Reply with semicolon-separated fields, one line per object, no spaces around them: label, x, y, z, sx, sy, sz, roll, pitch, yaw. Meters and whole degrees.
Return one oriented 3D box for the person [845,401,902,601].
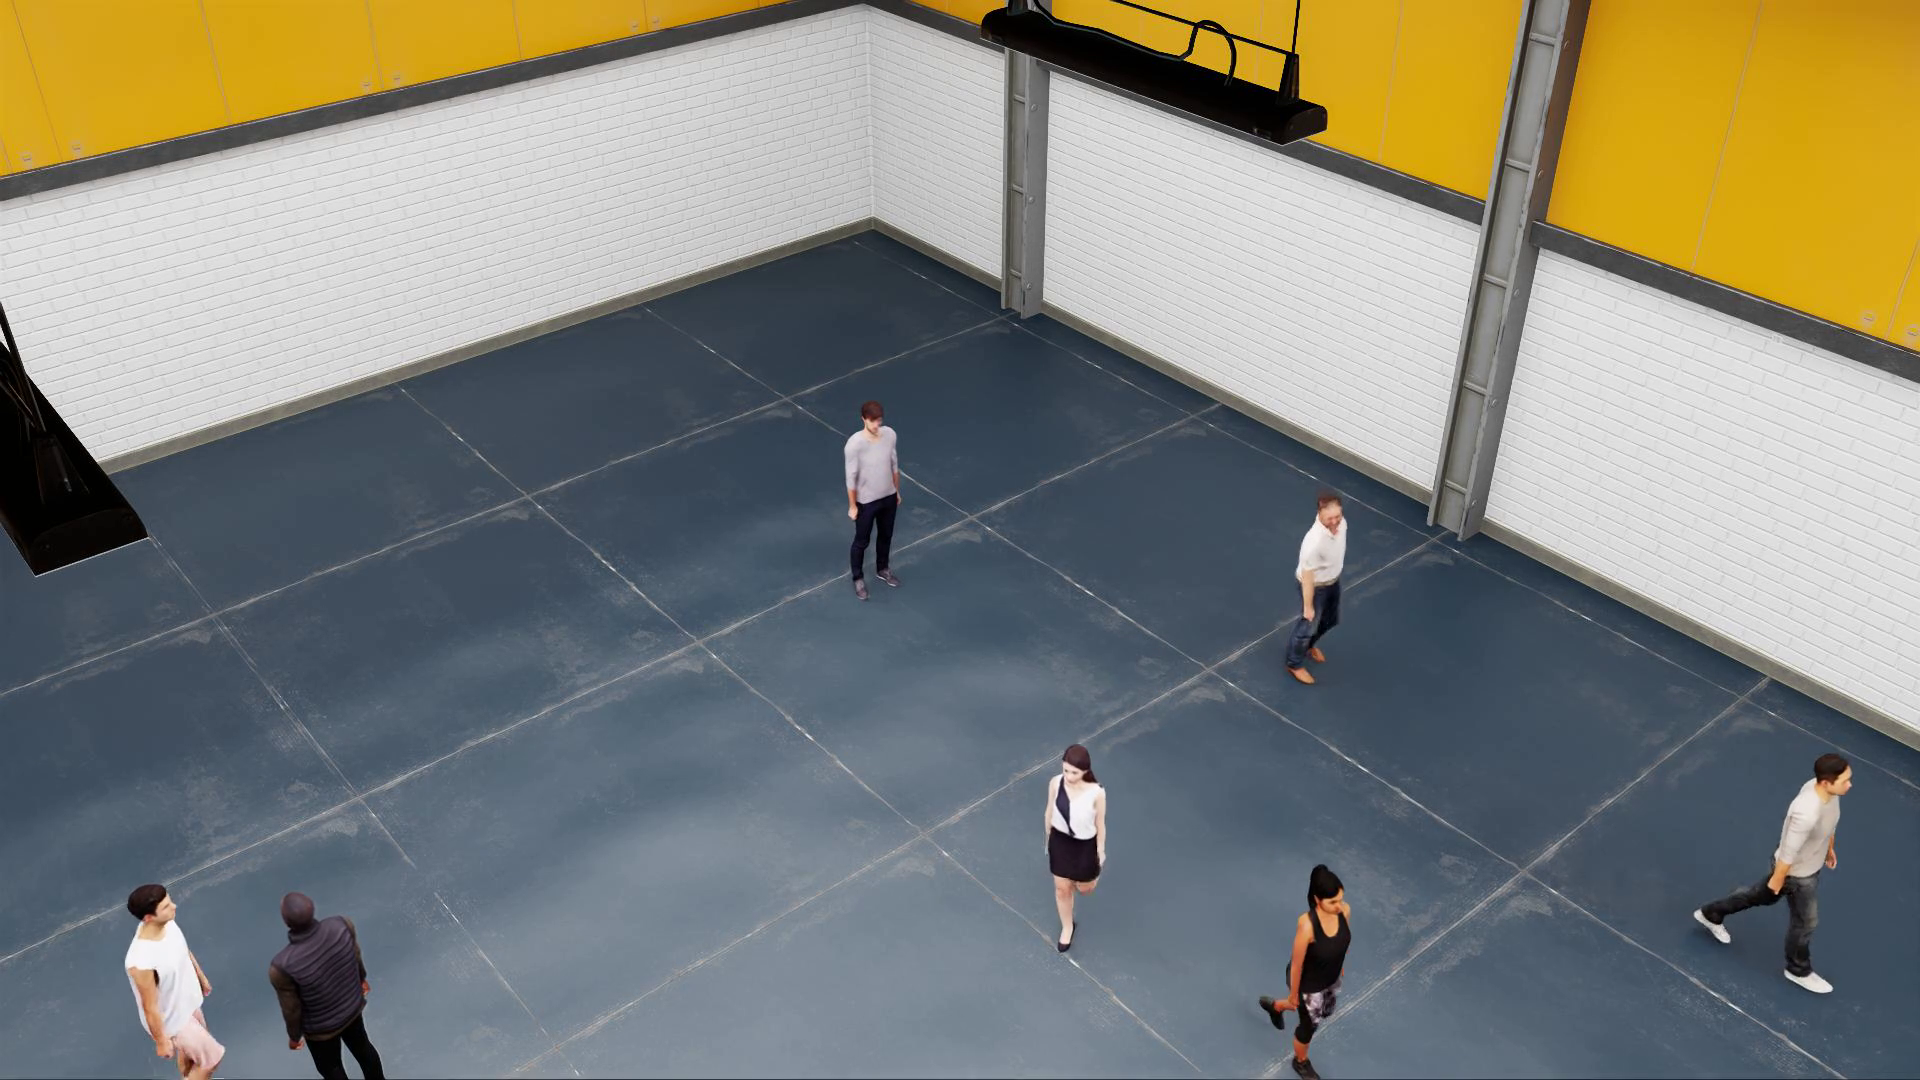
person;-0.732;-0.375;14.102;0.673;1.842;0.532;-22;39;-29

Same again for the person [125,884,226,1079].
person;-4.595;2.692;9.546;0.868;1.776;0.770;-5;34;-8

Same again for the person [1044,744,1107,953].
person;0.774;1.948;10.794;0.860;1.633;0.854;12;35;17

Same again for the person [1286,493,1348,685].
person;2.770;0.344;13.040;0.698;1.819;0.770;20;39;28

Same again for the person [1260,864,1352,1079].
person;2.058;2.536;9.894;0.582;1.652;0.794;-24;40;-31

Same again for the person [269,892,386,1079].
person;-3.597;2.694;9.490;0.681;1.835;0.764;19;38;26

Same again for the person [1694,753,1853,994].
person;5.219;2.009;10.567;1.202;1.783;0.840;21;39;29
